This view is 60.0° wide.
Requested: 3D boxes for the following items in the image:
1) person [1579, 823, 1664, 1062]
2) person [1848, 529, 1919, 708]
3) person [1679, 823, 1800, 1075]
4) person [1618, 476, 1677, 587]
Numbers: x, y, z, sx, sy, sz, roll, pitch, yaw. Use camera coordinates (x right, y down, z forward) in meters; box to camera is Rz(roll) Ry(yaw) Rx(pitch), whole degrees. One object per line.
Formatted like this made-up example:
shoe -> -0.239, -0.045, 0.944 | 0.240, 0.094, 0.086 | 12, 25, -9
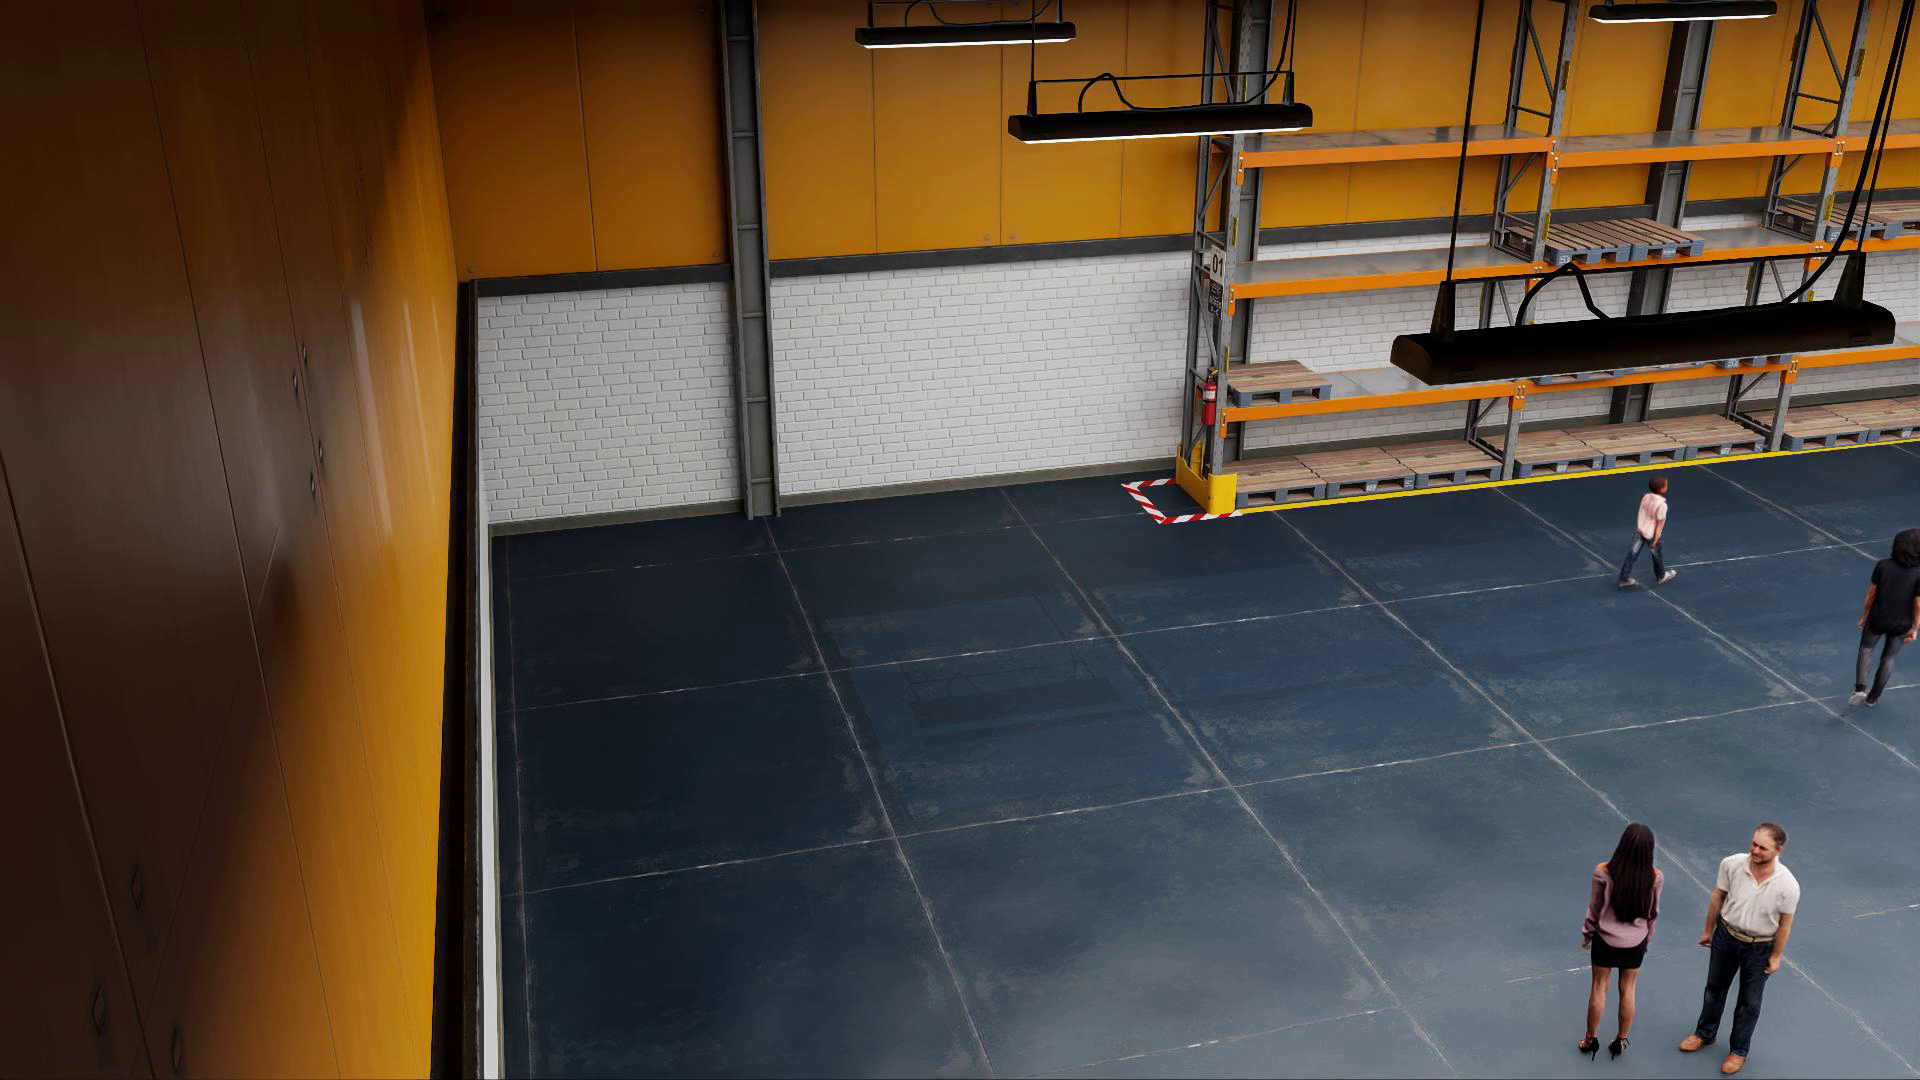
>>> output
person -> 4.357, 2.666, 10.997 | 0.612, 1.811, 0.746 | 4, 24, 9
person -> 8.551, 0.760, 15.344 | 0.893, 1.821, 0.967 | 16, 28, 33
person -> 5.195, 2.648, 10.982 | 0.734, 1.856, 0.750 | -19, 30, -37
person -> 7.362, -0.066, 17.920 | 0.925, 1.272, 0.597 | -10, 26, -22
